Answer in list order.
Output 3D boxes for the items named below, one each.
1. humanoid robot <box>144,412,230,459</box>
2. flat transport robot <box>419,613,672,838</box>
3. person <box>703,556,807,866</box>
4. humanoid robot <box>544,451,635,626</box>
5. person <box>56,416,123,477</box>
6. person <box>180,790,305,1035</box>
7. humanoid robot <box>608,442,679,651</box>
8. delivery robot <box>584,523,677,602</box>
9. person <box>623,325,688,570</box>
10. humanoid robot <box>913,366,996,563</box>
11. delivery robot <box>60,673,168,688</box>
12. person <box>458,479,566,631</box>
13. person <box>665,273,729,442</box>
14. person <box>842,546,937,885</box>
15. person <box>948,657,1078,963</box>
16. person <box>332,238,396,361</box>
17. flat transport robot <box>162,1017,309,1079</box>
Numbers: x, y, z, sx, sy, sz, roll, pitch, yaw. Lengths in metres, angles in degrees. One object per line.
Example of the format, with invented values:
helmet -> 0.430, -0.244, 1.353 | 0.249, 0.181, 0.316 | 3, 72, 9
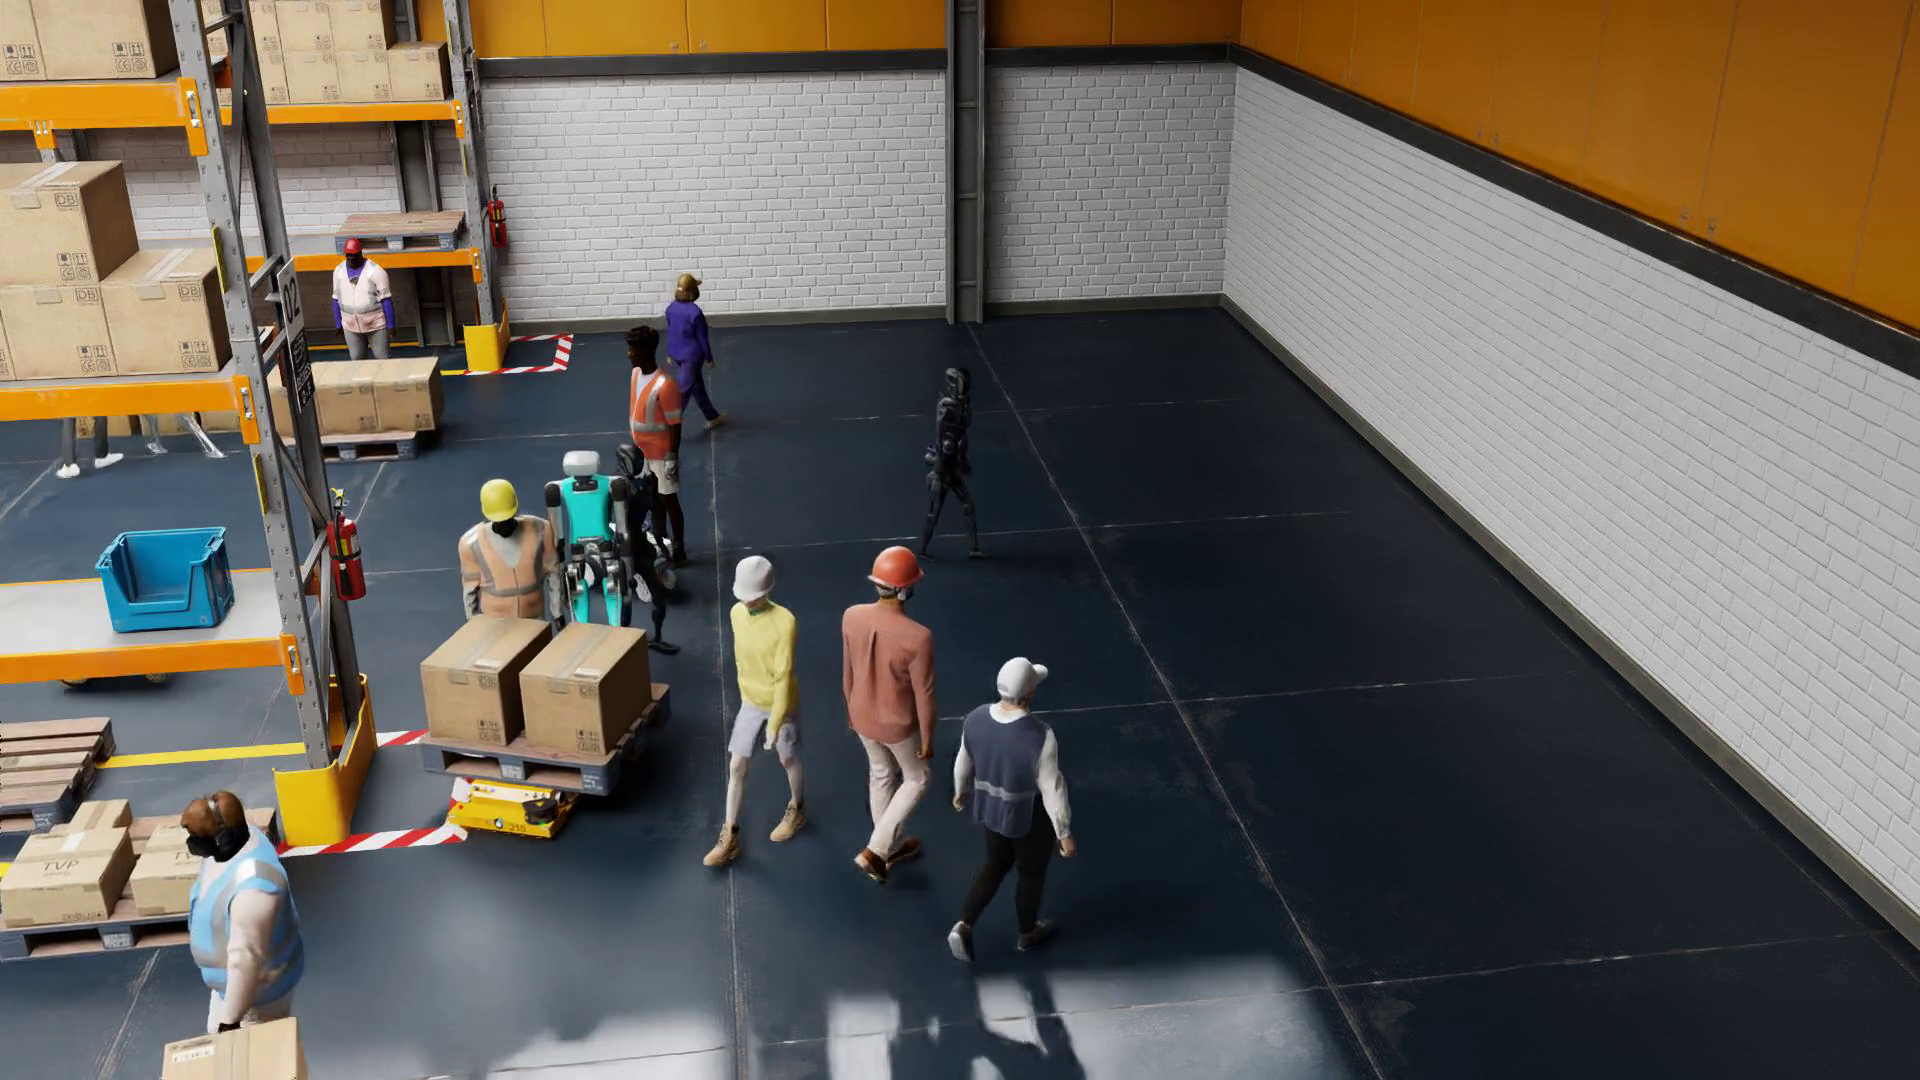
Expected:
humanoid robot -> -7.279, -1.576, 15.245 | 0.995, 1.786, 0.544 | 7, 25, 17
flat transport robot -> -2.528, 1.352, 10.317 | 0.659, 0.231, 1.431 | 5, 24, 12
person -> -1.144, 0.967, 9.244 | 0.461, 1.848, 0.873 | 12, 27, 26
humanoid robot -> -2.362, 0.361, 10.775 | 0.530, 1.786, 0.792 | -5, 24, -11
person -> -7.891, -1.474, 14.822 | 0.580, 1.833, 0.565 | -2, 24, -5
person -> -3.066, 1.877, 7.179 | 0.453, 1.828, 0.634 | -17, 29, -33
humanoid robot -> -2.276, 0.071, 11.494 | 0.402, 1.635, 0.589 | 13, 27, 27
delivery robot -> -2.572, 0.124, 12.780 | 0.801, 0.612, 0.499 | 15, 28, 30
person -> -2.372, -0.718, 12.924 | 0.361, 1.963, 0.613 | -17, 29, -34
humanoid robot -> -0.059, -0.577, 12.981 | 0.646, 1.628, 0.611 | 9, 25, 20
delivery robot -> -5.811, 0.691, 11.475 | 0.805, 0.601, 0.499 | 0, 24, 1
person -> -2.813, 0.413, 10.469 | 0.598, 1.887, 0.733 | -11, 26, -24
person -> -2.567, -1.733, 15.705 | 0.479, 1.581, 0.857 | 21, 31, 39
person -> -0.406, 0.984, 9.029 | 0.629, 1.975, 0.588 | 16, 28, 32
person -> 0.253, 1.394, 8.391 | 0.748, 1.739, 0.633 | 18, 29, 35
person -> -5.866, -2.121, 16.399 | 0.598, 1.745, 0.418 | 0, 24, 1
flat transport robot -> -3.105, 2.880, 6.834 | 1.431, 0.231, 0.659 | 13, 27, 27
